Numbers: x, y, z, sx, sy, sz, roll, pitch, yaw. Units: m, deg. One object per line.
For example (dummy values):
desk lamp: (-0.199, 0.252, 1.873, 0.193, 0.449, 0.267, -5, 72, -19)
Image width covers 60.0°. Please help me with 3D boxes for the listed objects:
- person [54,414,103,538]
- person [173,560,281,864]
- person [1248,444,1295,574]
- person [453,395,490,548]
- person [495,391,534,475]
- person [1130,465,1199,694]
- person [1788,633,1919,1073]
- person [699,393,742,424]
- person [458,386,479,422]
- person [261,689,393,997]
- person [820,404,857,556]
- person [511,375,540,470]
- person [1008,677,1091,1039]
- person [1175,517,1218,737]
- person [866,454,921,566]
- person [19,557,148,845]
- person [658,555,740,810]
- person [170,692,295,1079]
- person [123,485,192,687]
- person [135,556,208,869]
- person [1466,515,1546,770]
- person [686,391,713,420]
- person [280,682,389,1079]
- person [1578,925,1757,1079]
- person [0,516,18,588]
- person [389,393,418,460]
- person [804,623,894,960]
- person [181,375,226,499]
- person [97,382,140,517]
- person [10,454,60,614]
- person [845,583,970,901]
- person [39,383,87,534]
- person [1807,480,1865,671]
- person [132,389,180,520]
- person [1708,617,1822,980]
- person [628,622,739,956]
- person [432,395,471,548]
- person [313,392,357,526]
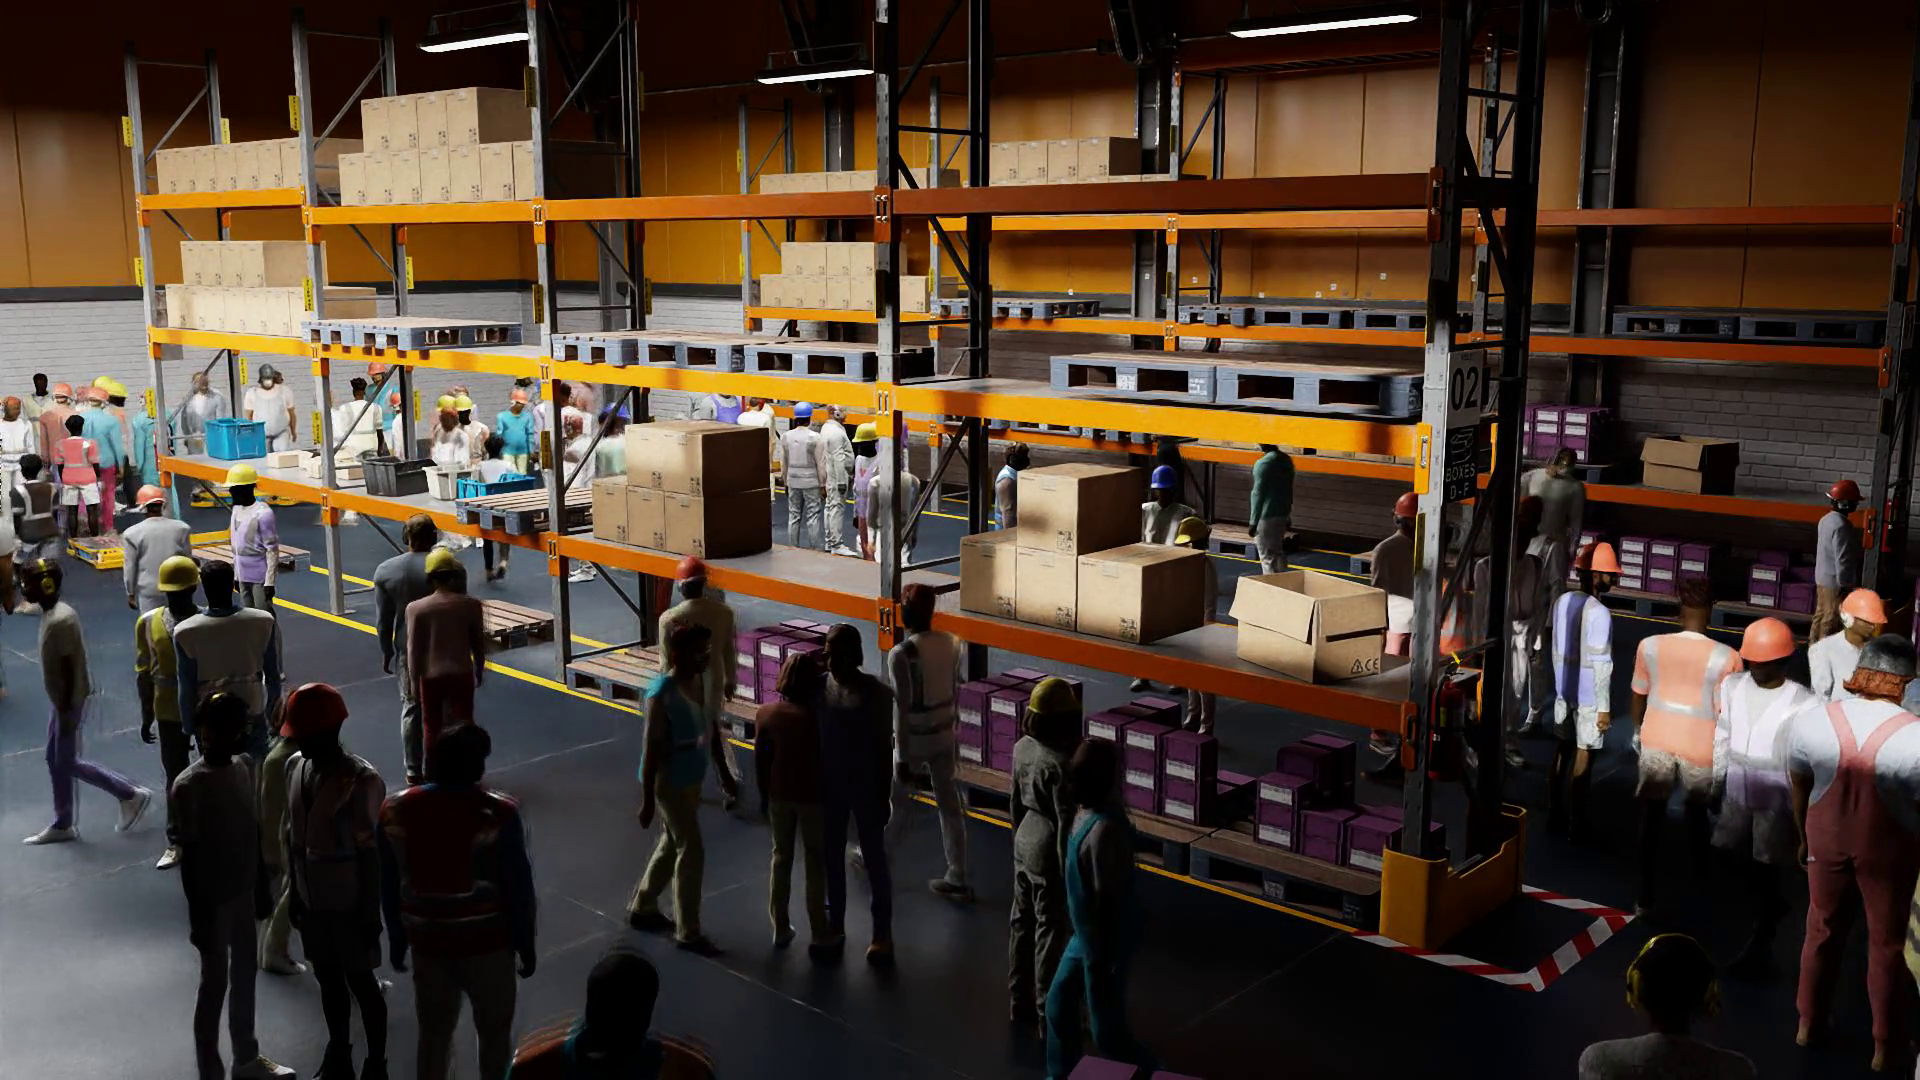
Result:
person: (-10.951, -0.714, 20.706, 0.532, 1.694, 0.320, -1, 10, -4)
person: (-4.390, 1.066, 10.027, 0.589, 1.914, 0.392, -8, 13, -37)
person: (3.240, -0.222, 17.281, 0.389, 1.927, 0.699, 8, 13, 39)
person: (-6.165, -0.846, 20.794, 0.587, 1.928, 0.382, -1, 10, -4)
person: (-6.364, -1.266, 23.768, 0.653, 1.722, 0.436, -9, 13, -41)
person: (1.712, 0.331, 14.078, 0.605, 1.949, 0.392, 3, 10, 17)
person: (4.225, 1.412, 7.706, 0.537, 2.000, 0.678, -8, 13, -39)
person: (-3.292, -1.374, 23.458, 0.677, 2.000, 0.536, -9, 14, -43)
person: (-7.685, -1.574, 25.759, 0.520, 1.633, 0.314, 2, 10, 10)
person: (-3.279, 1.512, 8.428, 0.878, 1.583, 0.505, 3, 10, 17)
person: (-1.490, -0.764, 20.375, 0.411, 1.913, 0.643, -3, 10, -16)
person: (-7.321, -2.030, 28.043, 0.493, 1.732, 0.319, -1, 10, -4)
person: (0.427, 1.510, 7.994, 0.313, 1.744, 0.487, -6, 12, -29)
person: (1.768, 0.693, 12.569, 0.326, 1.761, 0.523, -2, 10, -12)
person: (-0.679, -0.074, 16.738, 0.593, 1.822, 0.411, -6, 12, -30)
person: (-5.626, 1.008, 10.535, 0.634, 1.852, 0.546, -7, 12, -34)
person: (-1.740, 0.959, 11.146, 0.574, 1.728, 0.720, -7, 12, -34)
person: (-3.215, 1.571, 7.317, 0.332, 1.864, 0.505, 2, 10, 13)
person: (-6.905, 0.389, 14.337, 0.572, 1.743, 0.349, -9, 13, -41)
person: (-4.691, 1.043, 10.122, 0.593, 1.925, 0.376, -2, 10, -9)
person: (3.940, 0.738, 11.995, 0.577, 1.875, 0.363, -2, 10, -14)
person: (-4.264, -1.936, 27.481, 0.487, 1.744, 0.297, -1, 10, -6)
person: (-2.737, 1.551, 7.247, 0.543, 1.929, 0.384, 5, 11, 28)
person: (1.994, 2.016, 4.834, 0.547, 1.844, 0.562, 1, 10, 7)
person: (-10.362, -0.197, 17.663, 0.501, 1.743, 0.553, -9, 13, -40)
person: (-7.781, -1.187, 23.238, 0.337, 1.742, 0.561, 1, 10, 7)
person: (-0.595, 1.325, 8.813, 0.519, 1.834, 0.355, 3, 10, 16)
person: (-11.283, -1.532, 24.833, 0.663, 1.873, 0.467, -2, 10, -12)
person: (-11.856, -1.259, 23.246, 0.609, 1.891, 0.872, 10, 14, 44)
person: (-9.493, -0.051, 17.008, 0.610, 1.670, 0.551, 5, 11, 26)
person: (-0.284, 1.150, 9.744, 0.582, 1.841, 0.926, -9, 14, -42)
person: (-11.719, -1.069, 21.867, 0.622, 1.991, 0.389, -1, 10, -8)
person: (7.683, 0.340, 14.574, 0.327, 1.753, 0.563, 2, 10, 12)
person: (-10.671, -1.054, 22.037, 0.403, 1.904, 0.651, 5, 11, 26)
person: (4.156, 1.312, 8.585, 0.596, 1.922, 0.587, -6, 12, -30)
person: (-1.547, 1.322, 8.983, 0.707, 1.821, 0.588, 3, 10, 17)
person: (-6.350, -0.849, 20.814, 0.589, 1.927, 0.388, 4, 11, 20)
person: (-8.505, -1.103, 22.510, 0.677, 1.834, 0.608, 3, 10, 17)
